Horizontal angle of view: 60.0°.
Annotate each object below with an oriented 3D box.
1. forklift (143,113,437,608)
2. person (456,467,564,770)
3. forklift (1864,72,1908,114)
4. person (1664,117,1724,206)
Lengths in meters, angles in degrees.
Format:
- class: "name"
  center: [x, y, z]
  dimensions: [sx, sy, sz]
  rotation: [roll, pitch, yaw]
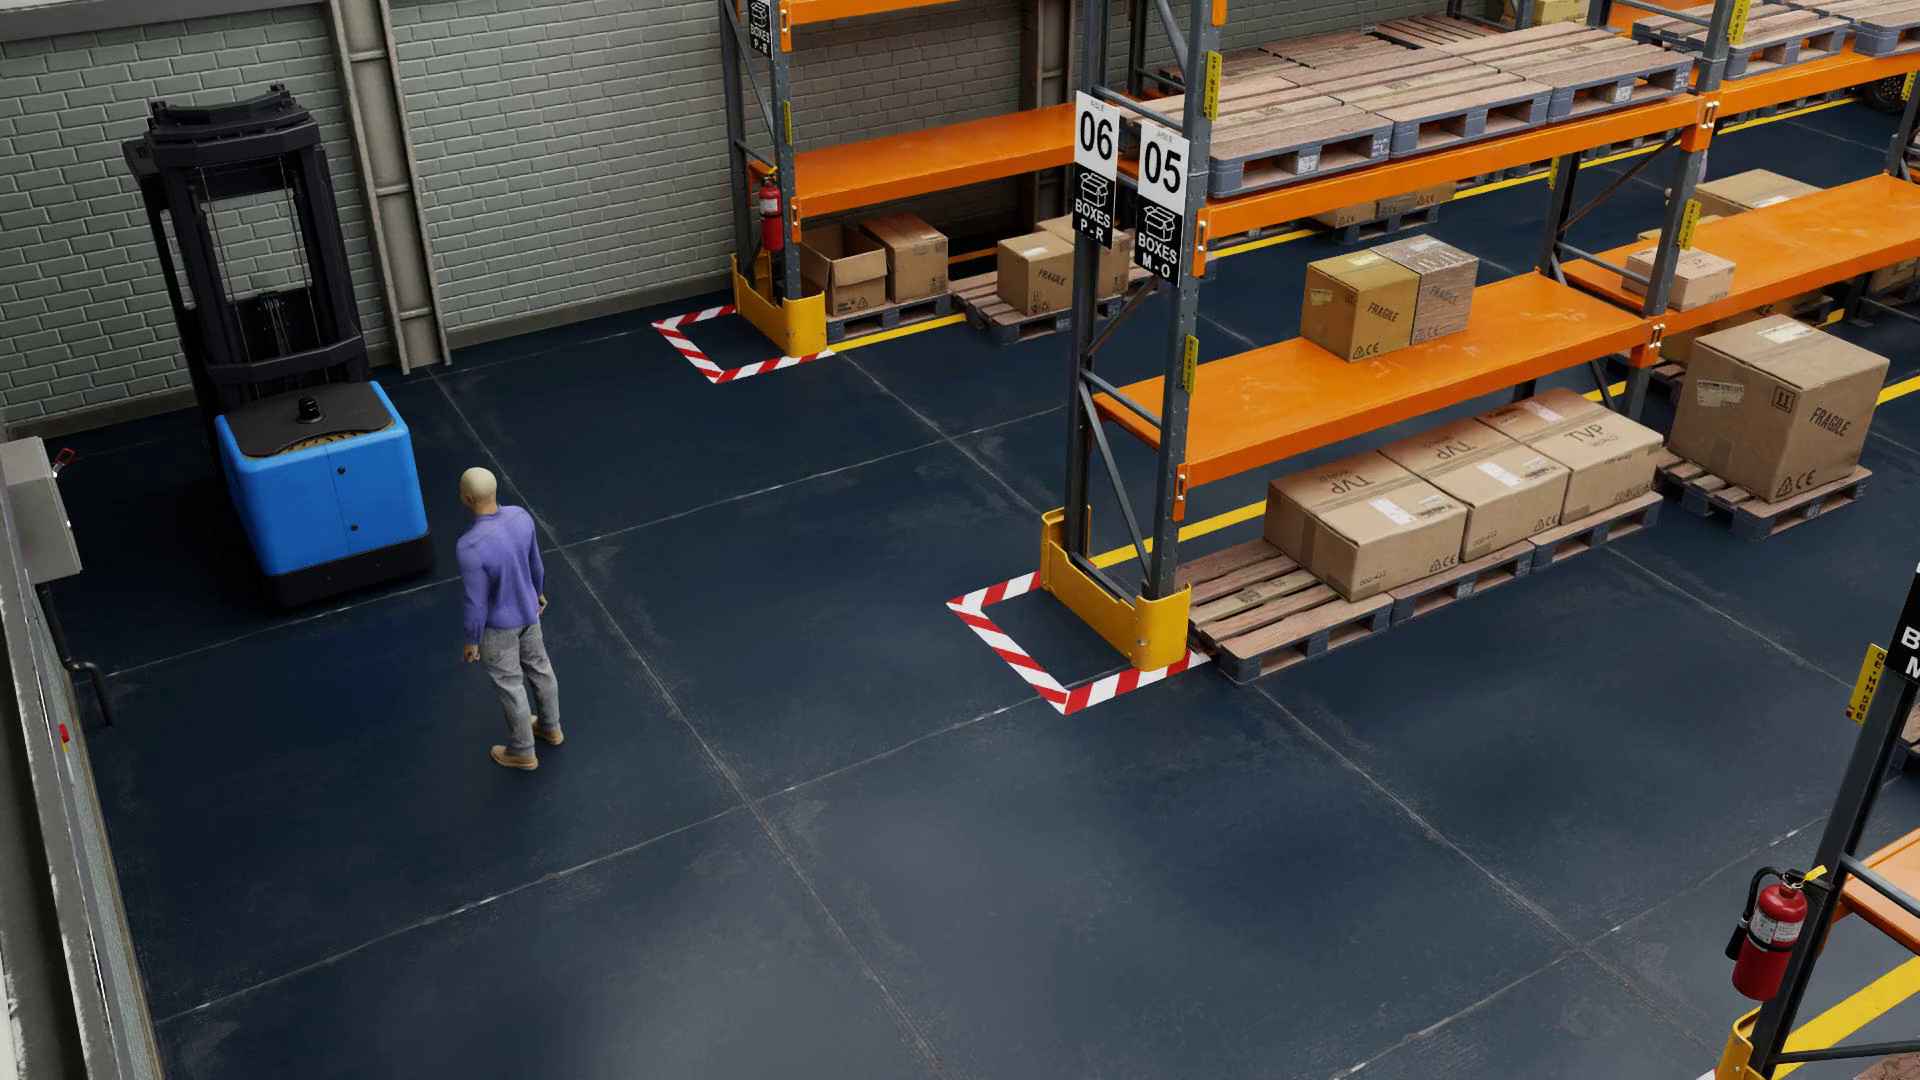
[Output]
- class: "forklift"
  center: [-4.289, -1.259, 10.509]
  dimensions: [1.129, 2.768, 1.873]
  rotation: [-17, 36, -26]
- class: "person"
  center: [-2.383, 0.422, 8.804]
  dimensions: [0.376, 1.796, 0.604]
  rotation: [15, 35, 23]
- class: "forklift"
  center: [11.468, -5.645, 18.244]
  dimensions: [1.214, 2.155, 2.313]
  rotation: [-17, 36, -26]
- class: "person"
  center: [7.217, -4.137, 16.122]
  dimensions: [0.409, 1.855, 0.536]
  rotation: [12, 34, 18]
